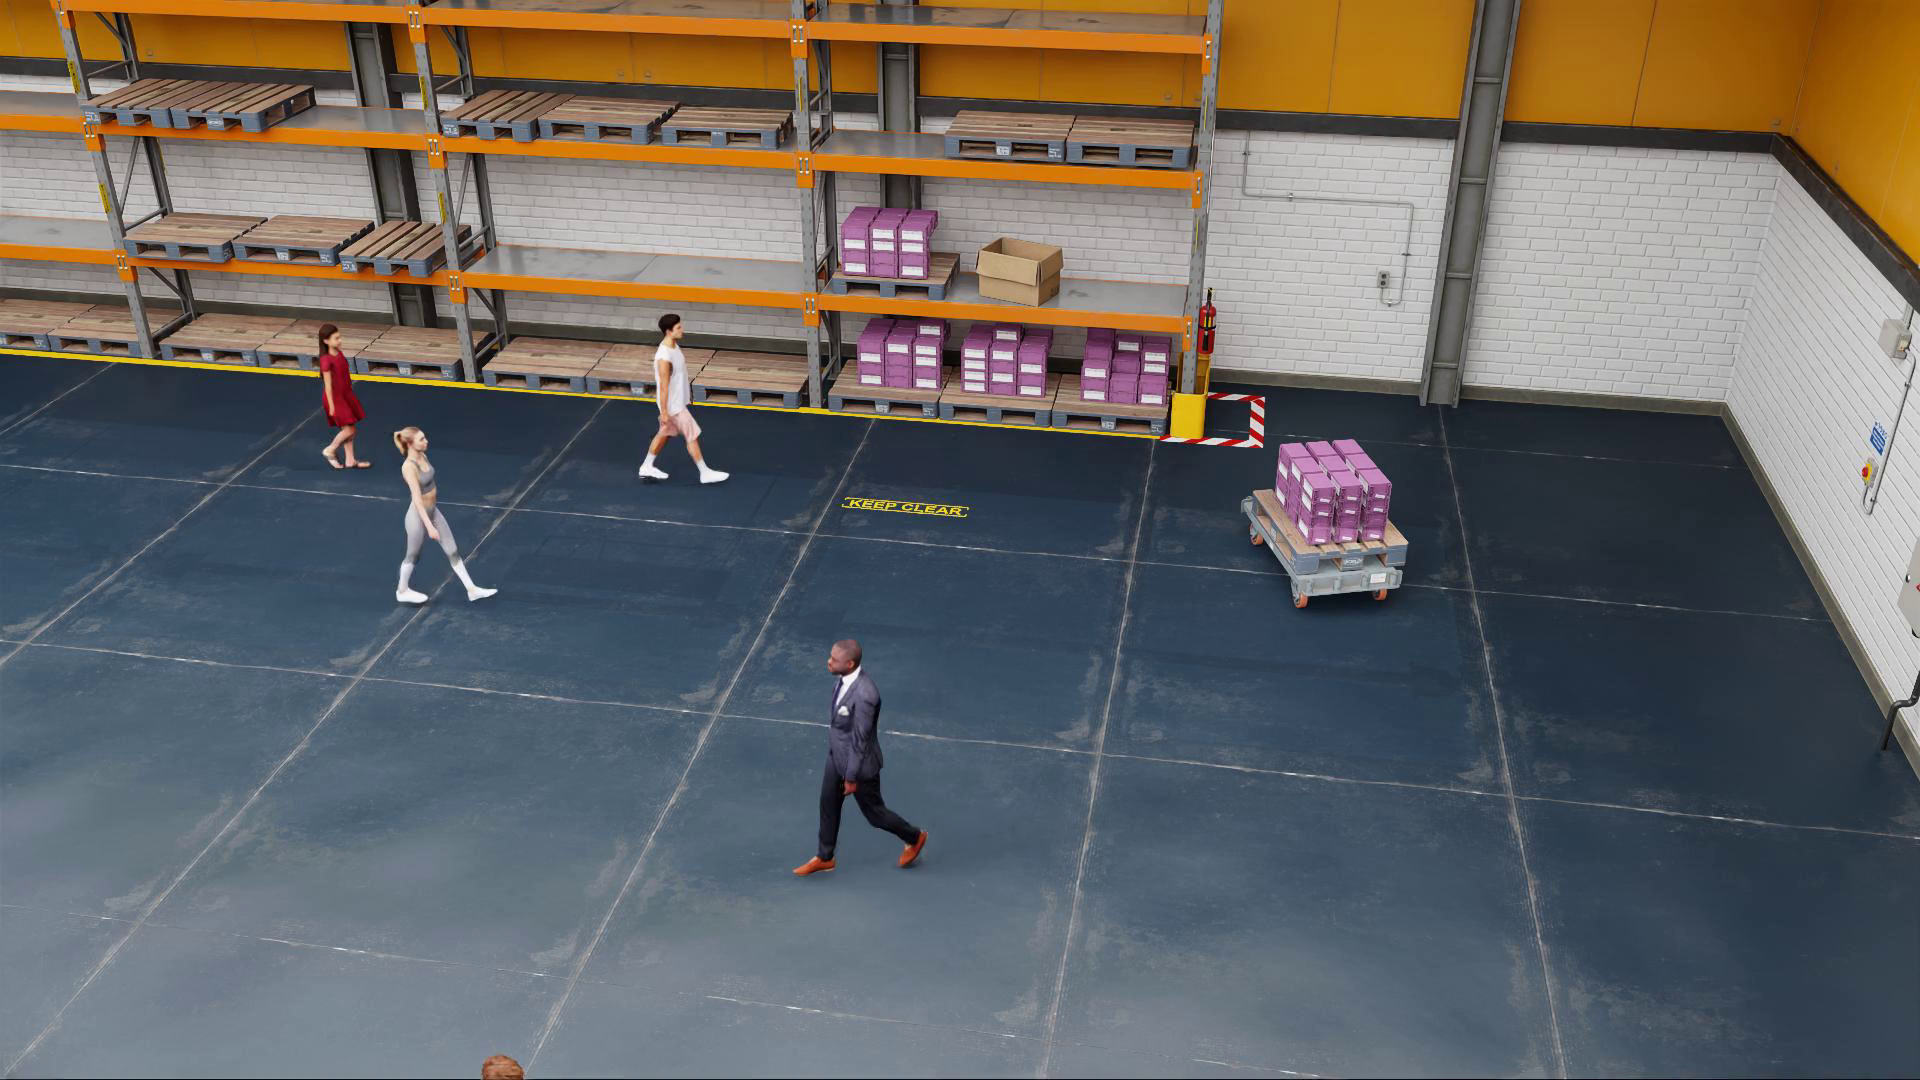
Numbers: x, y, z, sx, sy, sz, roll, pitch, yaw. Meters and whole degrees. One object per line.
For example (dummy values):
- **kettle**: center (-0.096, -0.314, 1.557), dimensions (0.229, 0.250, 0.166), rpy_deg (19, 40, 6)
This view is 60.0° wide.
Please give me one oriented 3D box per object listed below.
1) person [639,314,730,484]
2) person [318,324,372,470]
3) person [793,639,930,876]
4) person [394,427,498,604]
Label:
- **person**: center (-2.857, -1.328, 16.087), dimensions (1.177, 1.745, 0.807), rpy_deg (0, 29, -1)
- **person**: center (-6.205, -1.407, 16.443), dimensions (0.749, 1.543, 0.596), rpy_deg (1, 29, 1)
- **person**: center (-0.623, 1.445, 10.940), dimensions (1.255, 1.806, 1.092), rpy_deg (-12, 31, -21)
- **person**: center (-4.606, -0.157, 14.035), dimensions (1.126, 1.655, 0.664), rpy_deg (2, 29, 3)
